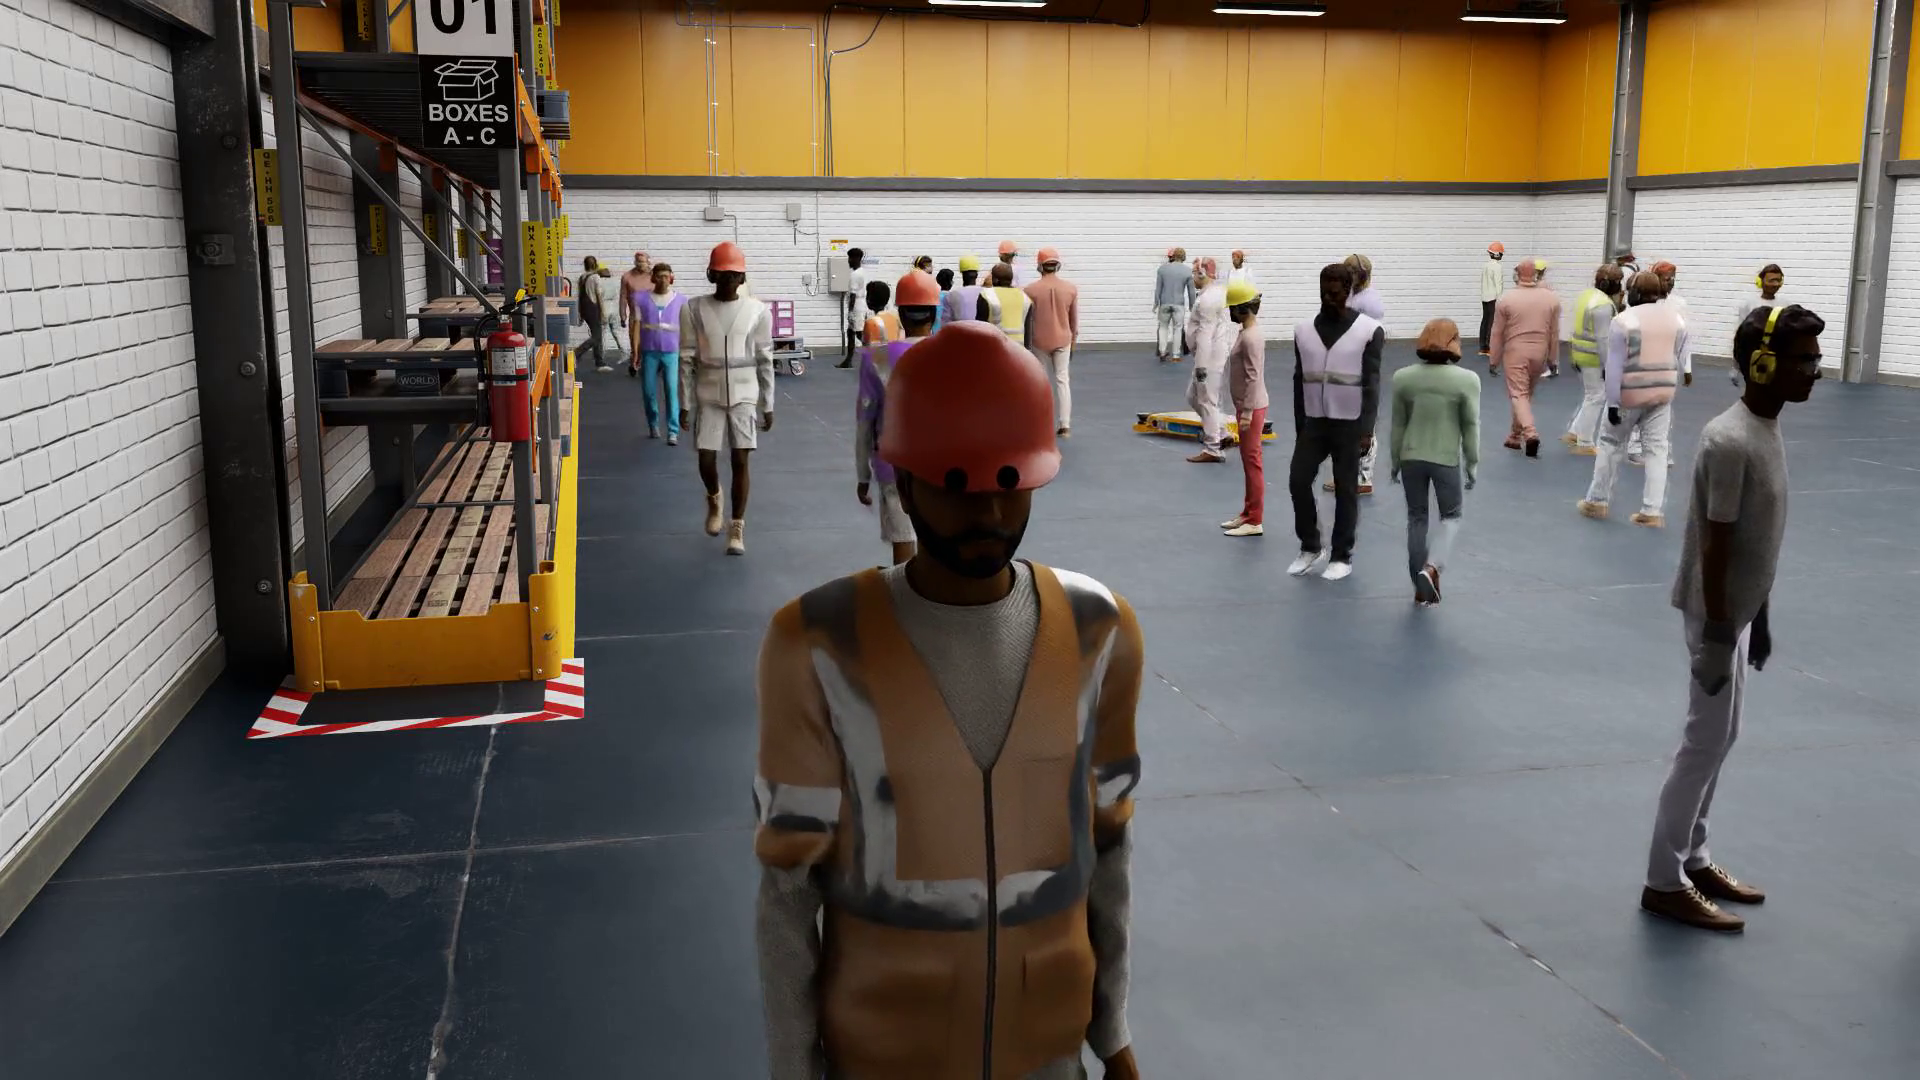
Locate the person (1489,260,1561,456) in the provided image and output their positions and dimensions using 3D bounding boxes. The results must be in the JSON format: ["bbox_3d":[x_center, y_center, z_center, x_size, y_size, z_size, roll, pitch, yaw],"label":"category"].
[{"bbox_3d":[5.409,-1.744,15.903,0.648,1.860,0.967,-1,10,-6],"label":"person"}]

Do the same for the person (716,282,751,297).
[{"bbox_3d":[-3.128,-2.936,22.617,0.590,1.801,0.614,7,12,35],"label":"person"}]

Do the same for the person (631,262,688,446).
[{"bbox_3d":[-3.017,-1.887,16.770,0.594,1.821,0.804,-2,10,-9],"label":"person"}]

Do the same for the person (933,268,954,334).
[{"bbox_3d":[-0.179,-2.439,20.162,0.538,1.698,0.319,3,11,14],"label":"person"}]

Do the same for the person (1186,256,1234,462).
[{"bbox_3d":[2.260,-1.652,15.286,0.428,1.882,0.748,3,11,17],"label":"person"}]

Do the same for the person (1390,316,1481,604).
[{"bbox_3d":[2.596,-0.418,9.175,0.507,1.618,0.457,6,12,31],"label":"person"}]

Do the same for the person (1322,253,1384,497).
[{"bbox_3d":[3.153,-1.306,13.238,0.373,1.936,0.629,-1,10,-3],"label":"person"}]

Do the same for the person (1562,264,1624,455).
[{"bbox_3d":[5.985,-1.677,15.650,0.434,1.811,0.695,1,10,6],"label":"person"}]

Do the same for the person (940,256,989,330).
[{"bbox_3d":[0.092,-2.024,17.399,0.609,1.878,1.007,-2,10,-11],"label":"person"}]

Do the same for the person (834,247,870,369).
[{"bbox_3d":[-1.532,-3.610,26.019,0.903,1.936,0.611,2,10,11],"label":"person"}]

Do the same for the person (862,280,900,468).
[{"bbox_3d":[-0.633,-1.468,14.823,0.547,1.687,0.539,4,11,22],"label":"person"}]

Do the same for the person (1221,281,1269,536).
[{"bbox_3d":[1.962,-0.902,11.490,0.337,1.759,0.524,2,10,9],"label":"person"}]

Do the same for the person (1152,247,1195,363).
[{"bbox_3d":[3.526,-3.860,27.443,0.694,1.923,0.608,3,11,16],"label":"person"}]

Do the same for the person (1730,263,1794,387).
[{"bbox_3d":[7.382,-1.632,15.327,0.526,1.841,0.909,0,10,0],"label":"person"}]

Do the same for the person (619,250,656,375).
[{"bbox_3d":[-4.624,-3.276,24.276,0.686,1.883,0.555,-2,10,-10],"label":"person"}]

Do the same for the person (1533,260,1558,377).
[{"bbox_3d":[8.520,-3.272,24.668,0.871,1.726,0.551,1,10,5],"label":"person"}]

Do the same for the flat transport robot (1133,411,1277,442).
[{"bbox_3d":[2.506,-1.176,17.124,0.652,0.197,1.431,-8,13,-36],"label":"flat transport robot"}]

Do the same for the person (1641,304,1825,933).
[{"bbox_3d":[2.296,0.236,4.931,0.361,1.857,0.508,7,12,34],"label":"person"}]

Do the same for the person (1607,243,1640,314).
[{"bbox_3d":[9.742,-3.392,24.501,0.542,2.000,0.713,7,13,35],"label":"person"}]

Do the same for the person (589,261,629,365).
[{"bbox_3d":[-5.776,-3.721,27.281,0.874,1.699,0.491,8,13,37],"label":"person"}]

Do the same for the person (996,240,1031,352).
[{"bbox_3d":[0.808,-3.643,25.928,0.530,2.030,0.635,1,10,6],"label":"person"}]

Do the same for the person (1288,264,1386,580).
[{"bbox_3d":[2.231,-0.691,9.947,0.594,1.895,0.496,7,13,35],"label":"person"}]

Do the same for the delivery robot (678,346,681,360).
[{"bbox_3d":[-4.186,-2.910,25.689,0.477,0.478,0.707,5,11,27],"label":"delivery robot"}]

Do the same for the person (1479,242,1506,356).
[{"bbox_3d":[9.425,-4.257,29.421,0.376,1.995,0.609,-2,10,-11],"label":"person"}]

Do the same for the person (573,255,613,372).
[{"bbox_3d":[-5.711,-3.452,25.494,0.772,1.806,0.535,-10,14,-44],"label":"person"}]

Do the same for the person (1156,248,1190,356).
[{"bbox_3d":[3.805,-4.202,29.380,0.950,1.891,0.556,-8,13,-37],"label":"person"}]

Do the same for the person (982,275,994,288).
[{"bbox_3d":[0.359,-2.505,20.786,0.507,1.609,0.706,-6,12,-29],"label":"person"}]

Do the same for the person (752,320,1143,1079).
[{"bbox_3d":[0.003,0.672,2.278,0.551,1.932,0.378,-3,11,-16],"label":"person"}]

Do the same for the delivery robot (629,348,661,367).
[{"bbox_3d":[-4.655,-2.809,25.131,0.477,0.478,0.707,8,13,37],"label":"delivery robot"}]

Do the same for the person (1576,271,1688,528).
[{"bbox_3d":[4.845,-1.022,12.017,0.630,1.816,0.815,-2,10,-9],"label":"person"}]

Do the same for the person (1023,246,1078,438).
[{"bbox_3d":[0.935,-2.055,17.286,0.621,1.992,0.499,-2,10,-12],"label":"person"}]

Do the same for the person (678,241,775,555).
[{"bbox_3d":[-1.527,-0.930,10.883,0.637,2.031,0.573,-2,10,-10],"label":"person"}]

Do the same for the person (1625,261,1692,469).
[{"bbox_3d":[6.199,-1.527,14.708,0.612,1.839,0.938,-2,10,-12],"label":"person"}]

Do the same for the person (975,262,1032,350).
[{"bbox_3d":[0.457,-1.847,16.551,0.639,1.822,0.629,-7,12,-34],"label":"person"}]

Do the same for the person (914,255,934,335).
[{"bbox_3d":[-0.436,-2.441,19.750,0.406,1.853,0.547,7,12,33],"label":"person"}]

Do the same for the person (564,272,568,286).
[{"bbox_3d":[-6.614,-3.713,26.723,0.583,1.885,0.715,-5,11,-27],"label":"person"}]

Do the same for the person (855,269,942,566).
[{"bbox_3d":[-0.207,-0.339,7.996,0.593,1.885,0.978,-1,10,-5],"label":"person"}]

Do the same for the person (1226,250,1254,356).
[{"bbox_3d":[4.945,-4.173,29.304,0.580,1.868,0.650,10,14,43],"label":"person"}]
